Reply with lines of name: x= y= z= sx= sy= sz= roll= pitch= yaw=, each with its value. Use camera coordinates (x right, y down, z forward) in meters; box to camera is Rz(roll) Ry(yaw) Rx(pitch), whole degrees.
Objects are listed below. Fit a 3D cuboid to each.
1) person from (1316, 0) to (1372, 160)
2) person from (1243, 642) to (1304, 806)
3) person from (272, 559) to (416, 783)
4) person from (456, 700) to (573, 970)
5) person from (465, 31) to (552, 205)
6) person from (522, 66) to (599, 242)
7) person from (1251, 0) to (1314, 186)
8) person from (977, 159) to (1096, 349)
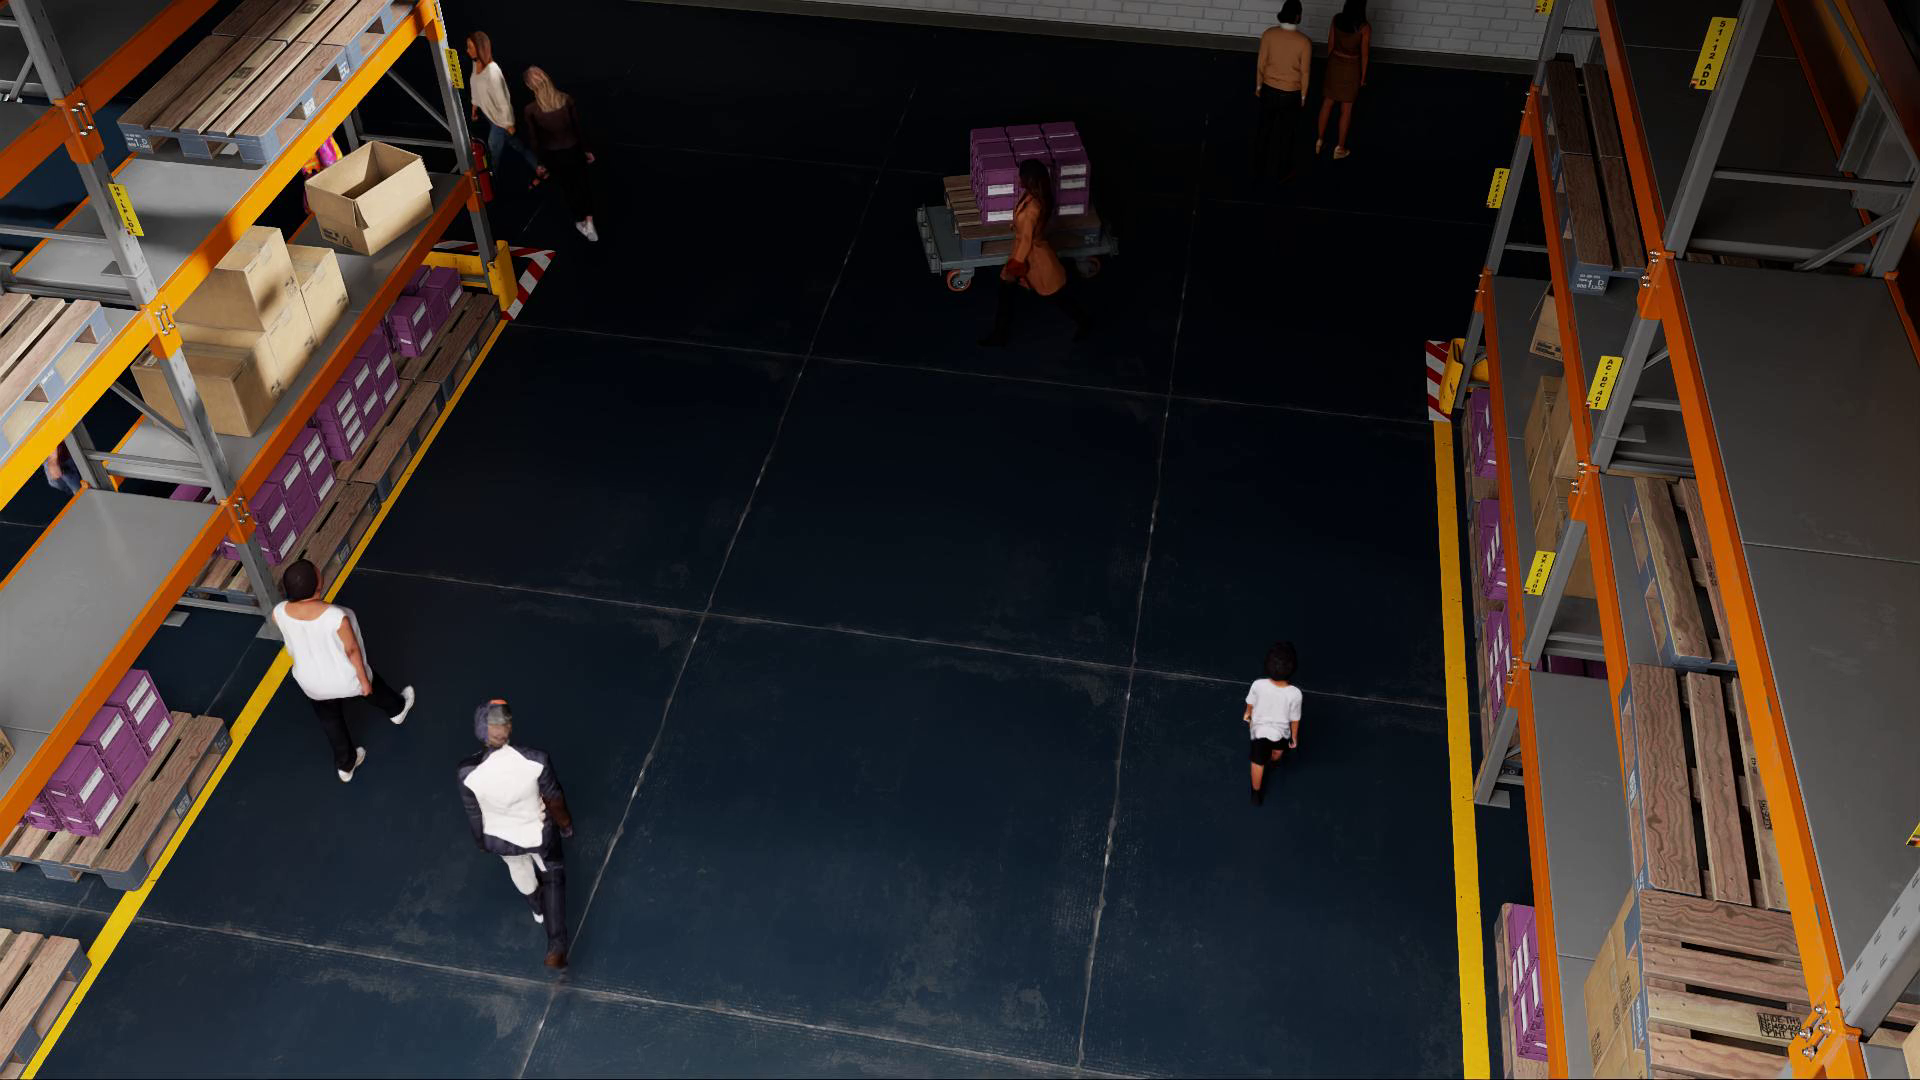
person: x=3.587 y=-4.368 z=15.550 sx=0.644 sy=1.689 sz=0.652 roll=29 pitch=51 yaw=27
person: x=1.882 y=1.159 z=10.074 sx=0.554 sy=1.240 sz=0.746 roll=11 pitch=45 yaw=12
person: x=-3.836 y=0.832 z=10.111 sx=0.654 sy=1.661 sz=0.954 roll=7 pitch=44 yaw=7
person: x=-2.405 y=1.657 z=9.094 sx=0.924 sy=1.871 sz=1.149 roll=-7 pitch=44 yaw=-8
person: x=-4.080 y=-3.826 z=15.019 sx=1.110 sy=1.637 sz=1.102 roll=-21 pitch=48 yaw=-21
person: x=-3.423 y=-3.283 z=14.424 sx=0.913 sy=1.671 sz=0.996 roll=-12 pitch=45 yaw=-12
person: x=2.939 y=-4.096 z=15.219 sx=0.729 sy=1.752 sz=0.702 roll=21 pitch=47 yaw=20
person: x=0.689 y=-2.223 z=13.313 sx=0.968 sy=1.669 sz=1.227 roll=-8 pitch=44 yaw=-8
